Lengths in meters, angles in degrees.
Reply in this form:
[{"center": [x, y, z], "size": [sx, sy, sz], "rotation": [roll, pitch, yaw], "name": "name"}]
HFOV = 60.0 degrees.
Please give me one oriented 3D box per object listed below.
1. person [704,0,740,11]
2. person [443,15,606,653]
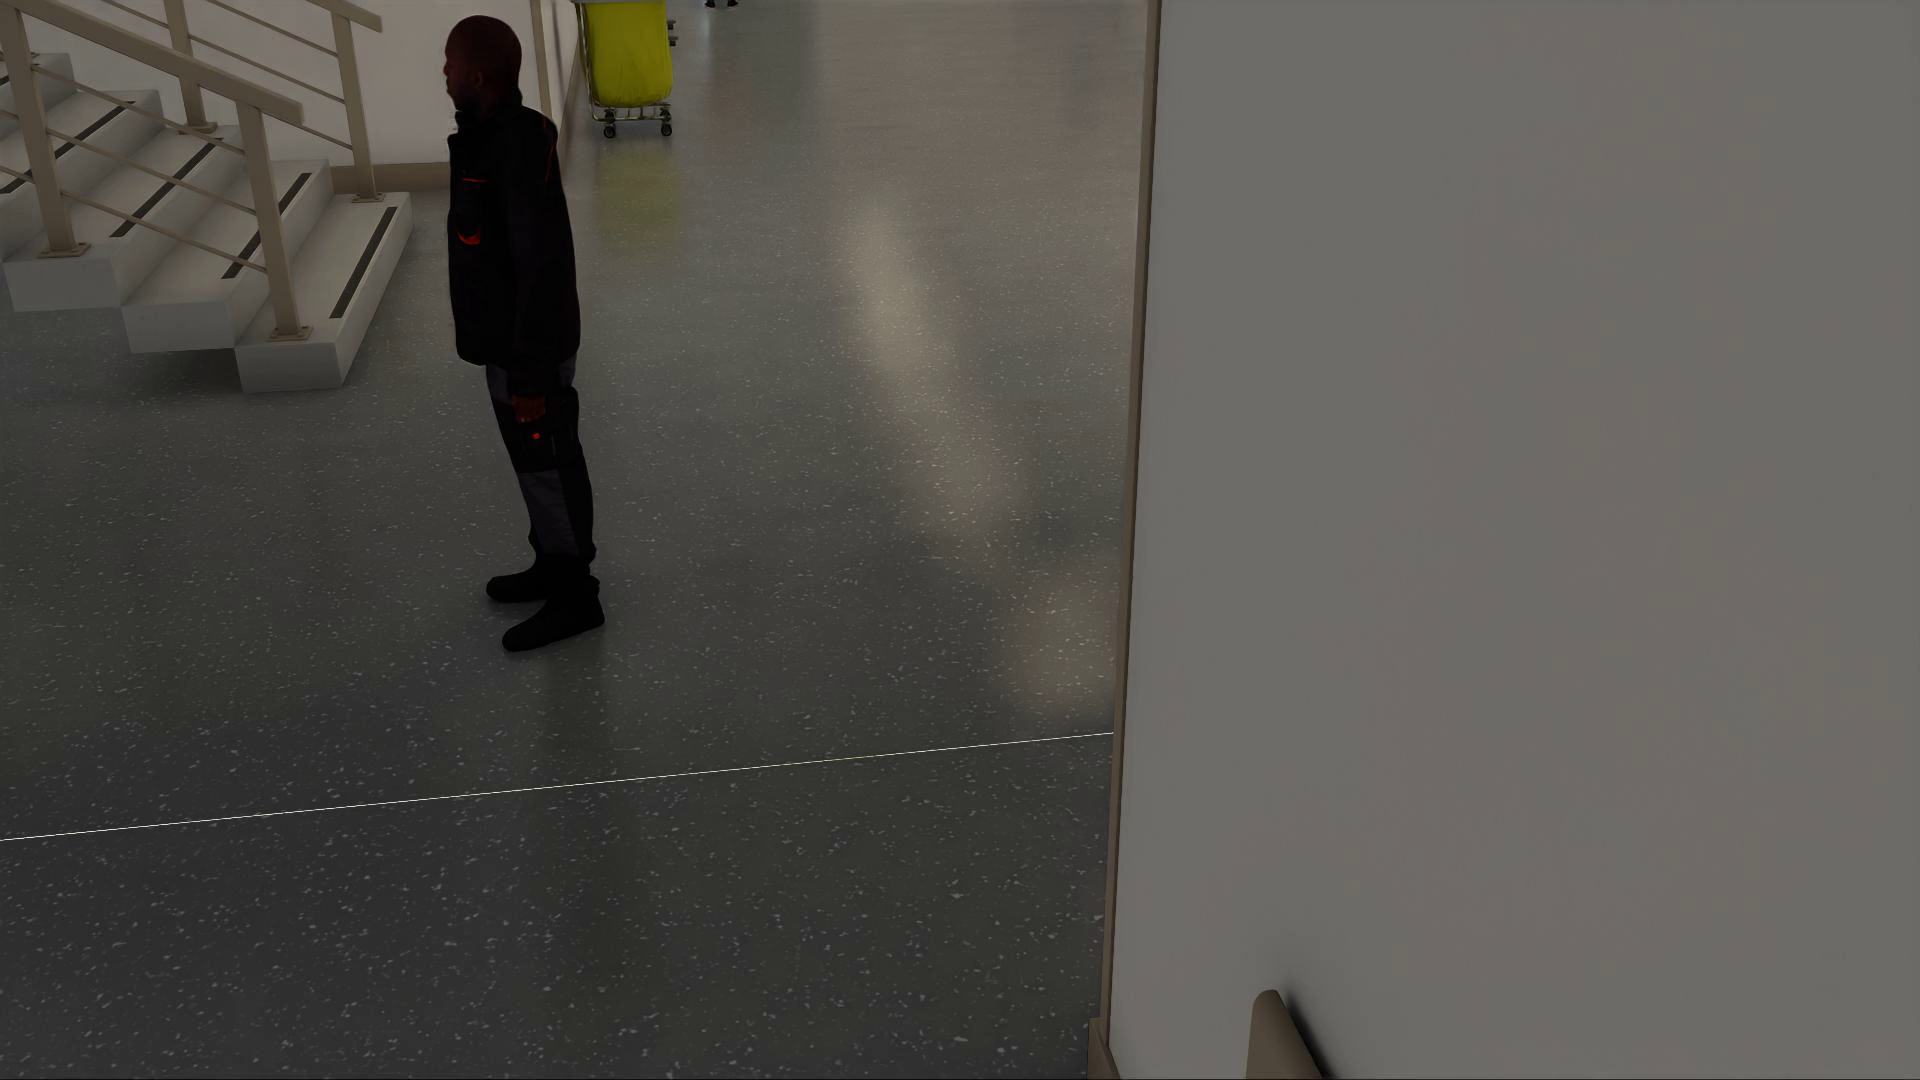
[{"center": [-2.448, -6.226, 16.562], "size": [0.461, 1.772, 0.662], "rotation": [-4, 26, -8], "name": "person"}, {"center": [-1.239, -0.590, 4.819], "size": [0.656, 1.821, 0.737], "rotation": [-9, 27, -18], "name": "person"}]
